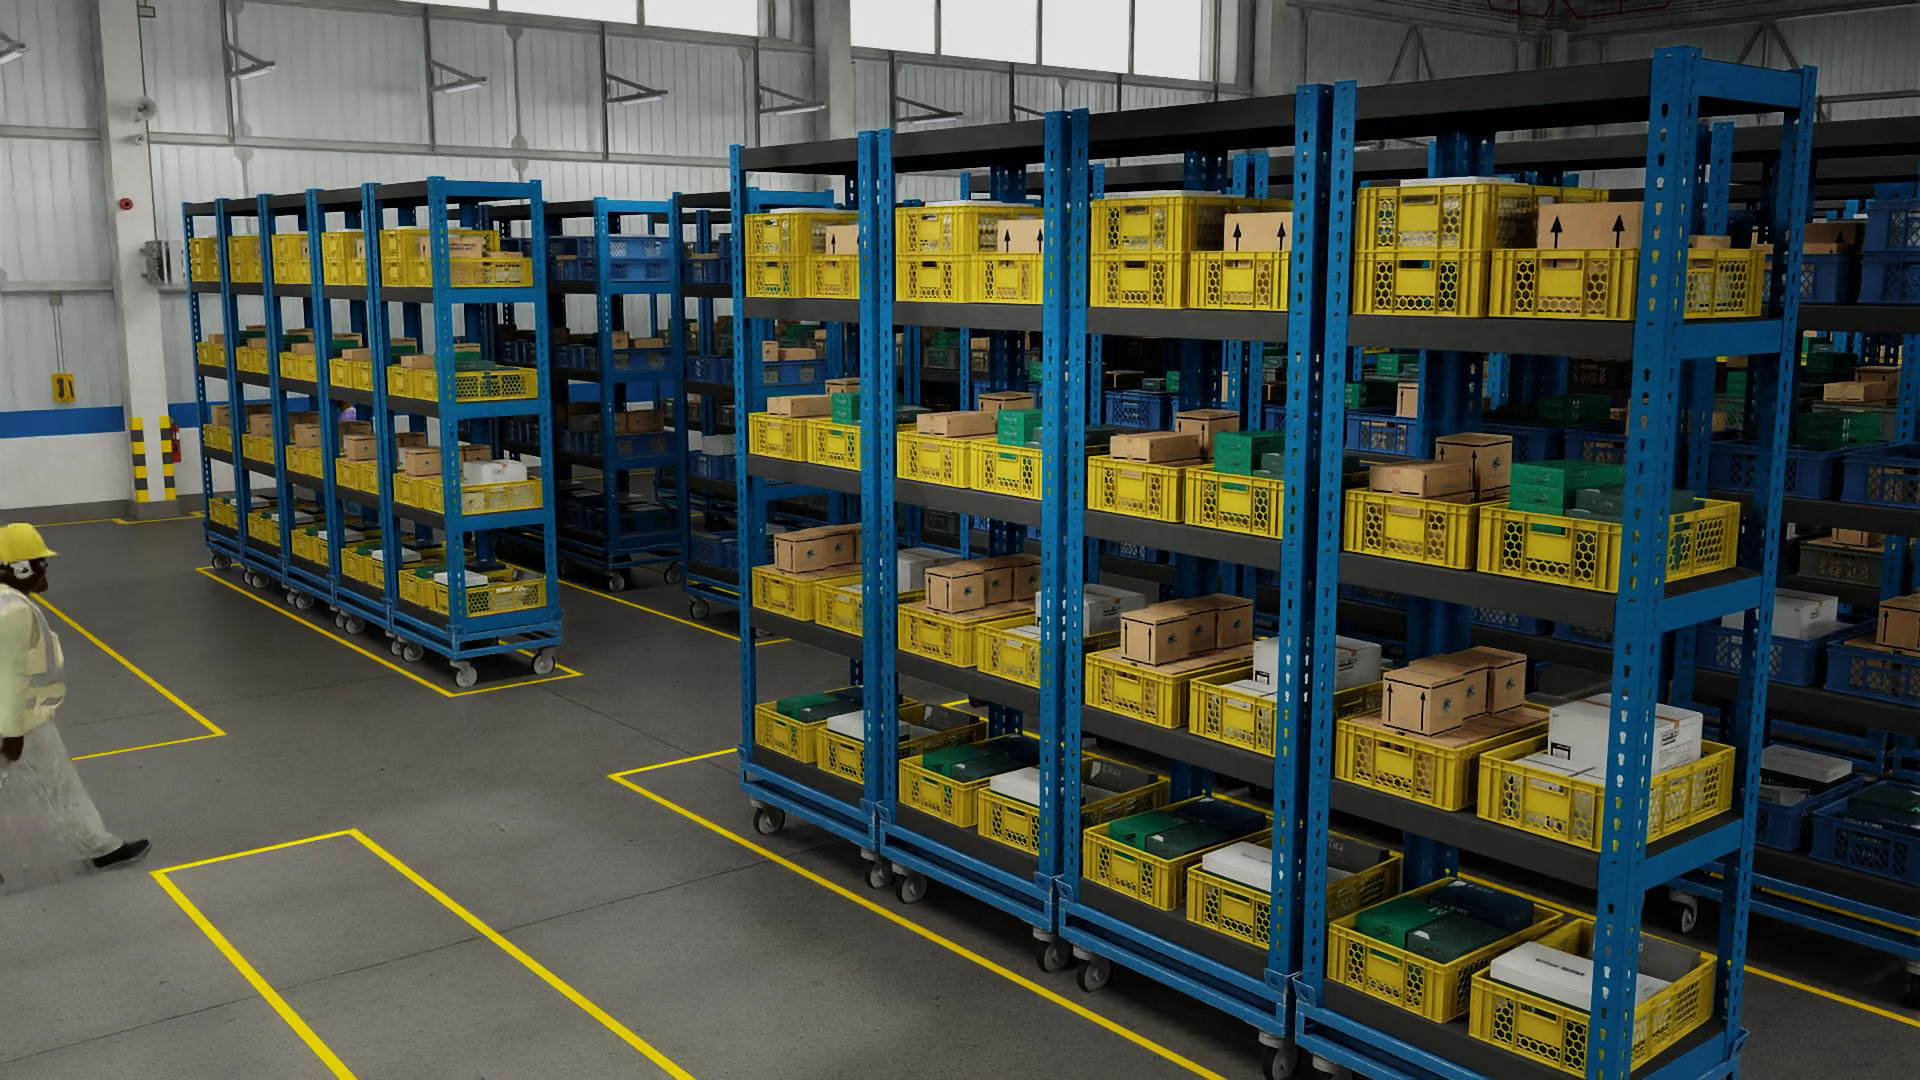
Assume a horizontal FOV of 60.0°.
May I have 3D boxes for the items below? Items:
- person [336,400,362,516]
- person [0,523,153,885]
[{"bbox_3d":[-6.163,-0.691,16.853,0.390,1.846,0.564,-3,10,-15],"label":"person"},{"bbox_3d":[-4.543,0.805,8.055,0.945,1.779,0.613,-9,13,-42],"label":"person"}]
